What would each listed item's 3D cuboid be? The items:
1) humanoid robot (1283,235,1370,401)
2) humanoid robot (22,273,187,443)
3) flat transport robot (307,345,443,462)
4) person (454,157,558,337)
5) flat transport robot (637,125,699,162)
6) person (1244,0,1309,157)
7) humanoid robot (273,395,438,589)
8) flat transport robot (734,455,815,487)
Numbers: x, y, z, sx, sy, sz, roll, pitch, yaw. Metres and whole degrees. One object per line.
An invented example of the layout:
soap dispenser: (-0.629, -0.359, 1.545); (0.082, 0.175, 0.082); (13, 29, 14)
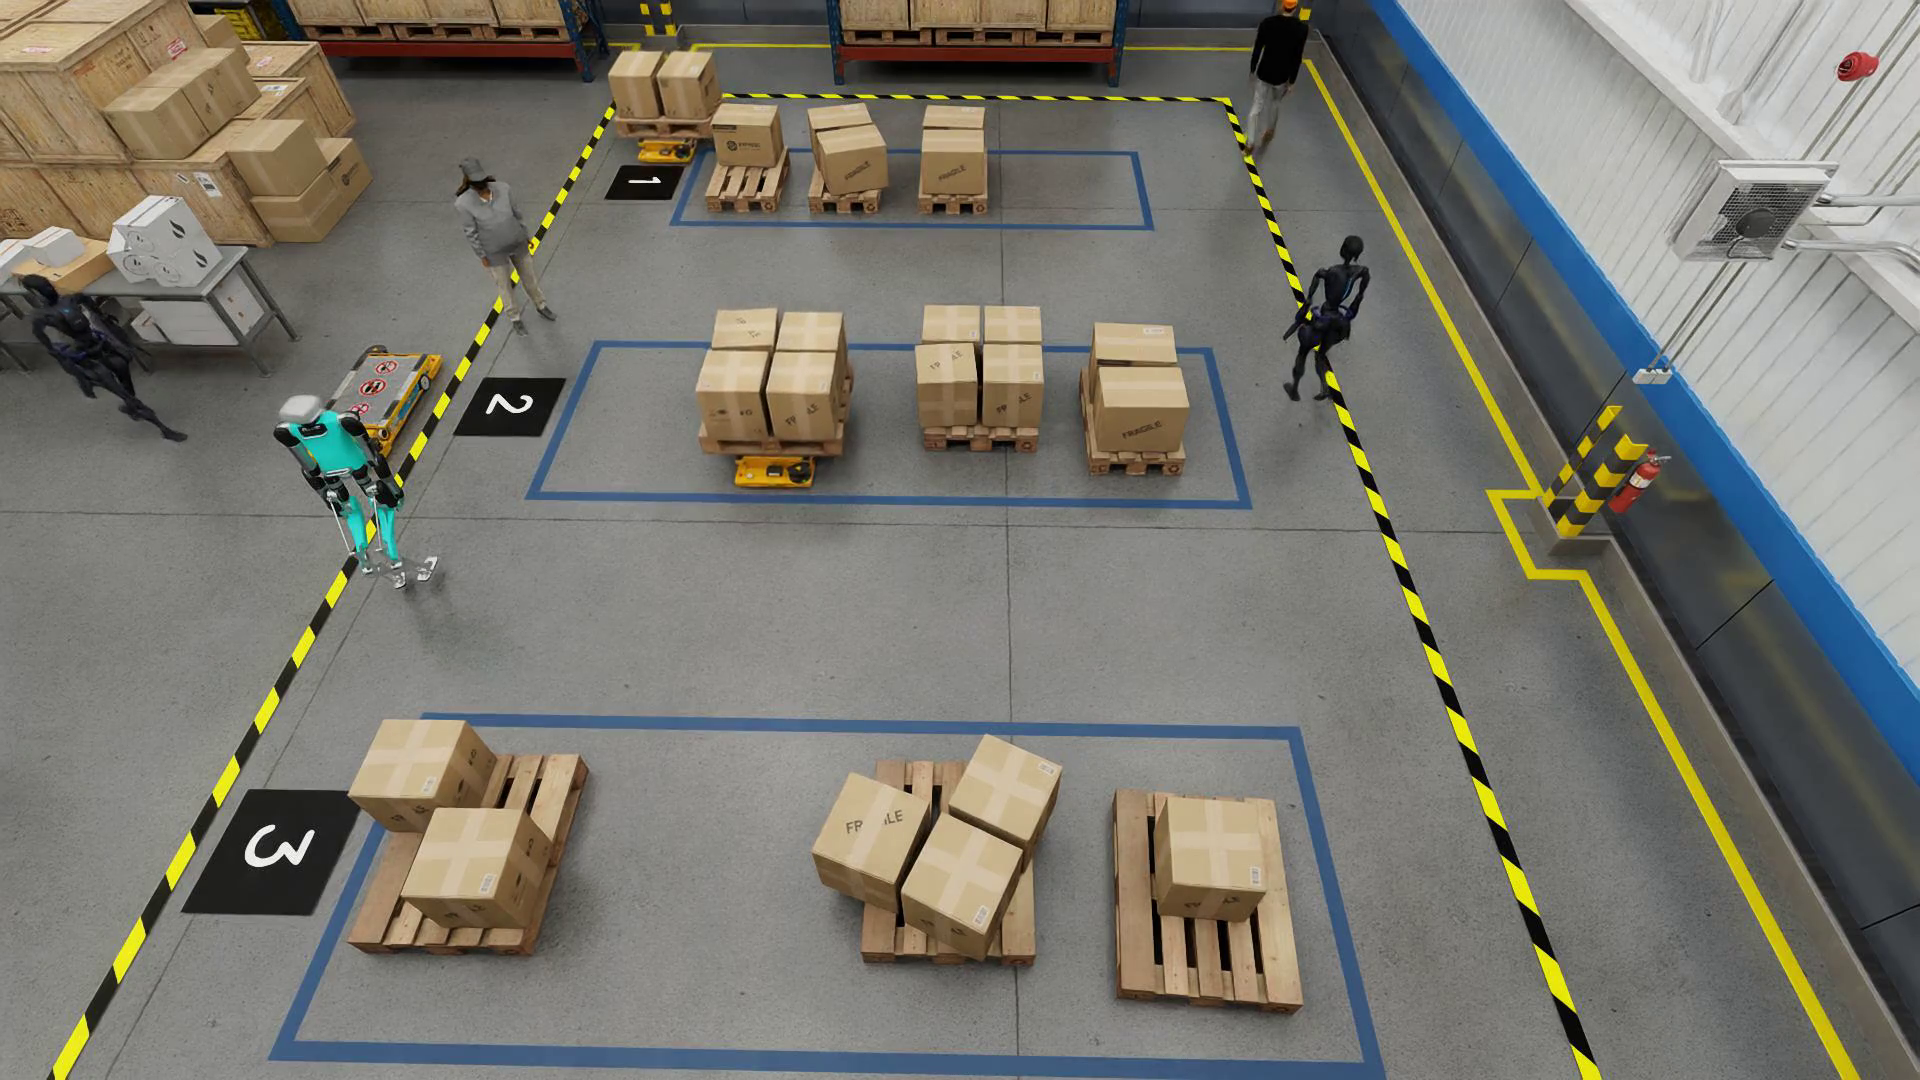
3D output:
humanoid robot: (3.203, -1.850, 8.016); (0.608, 1.644, 0.467); (-8, 50, -7)
humanoid robot: (-7.364, -1.561, 7.814); (0.837, 1.631, 0.600); (13, 51, 10)
flat transport robot: (-5.383, -1.269, 8.441); (0.659, 0.231, 1.431); (1, 50, 1)
person: (-4.360, -2.812, 8.762); (0.395, 1.769, 0.564); (36, 58, 26)
flat transport robot: (-3.686, -5.320, 11.851); (0.652, 0.197, 1.431); (1, 50, 1)
person: (3.838, -5.723, 11.178); (0.594, 1.838, 0.924); (20, 52, 16)
humanoid robot: (-4.274, -0.203, 6.489); (0.533, 1.676, 0.735); (-11, 51, -9)
flat transport robot: (-1.587, -1.050, 8.238); (0.652, 0.197, 1.431); (1, 50, 1)
